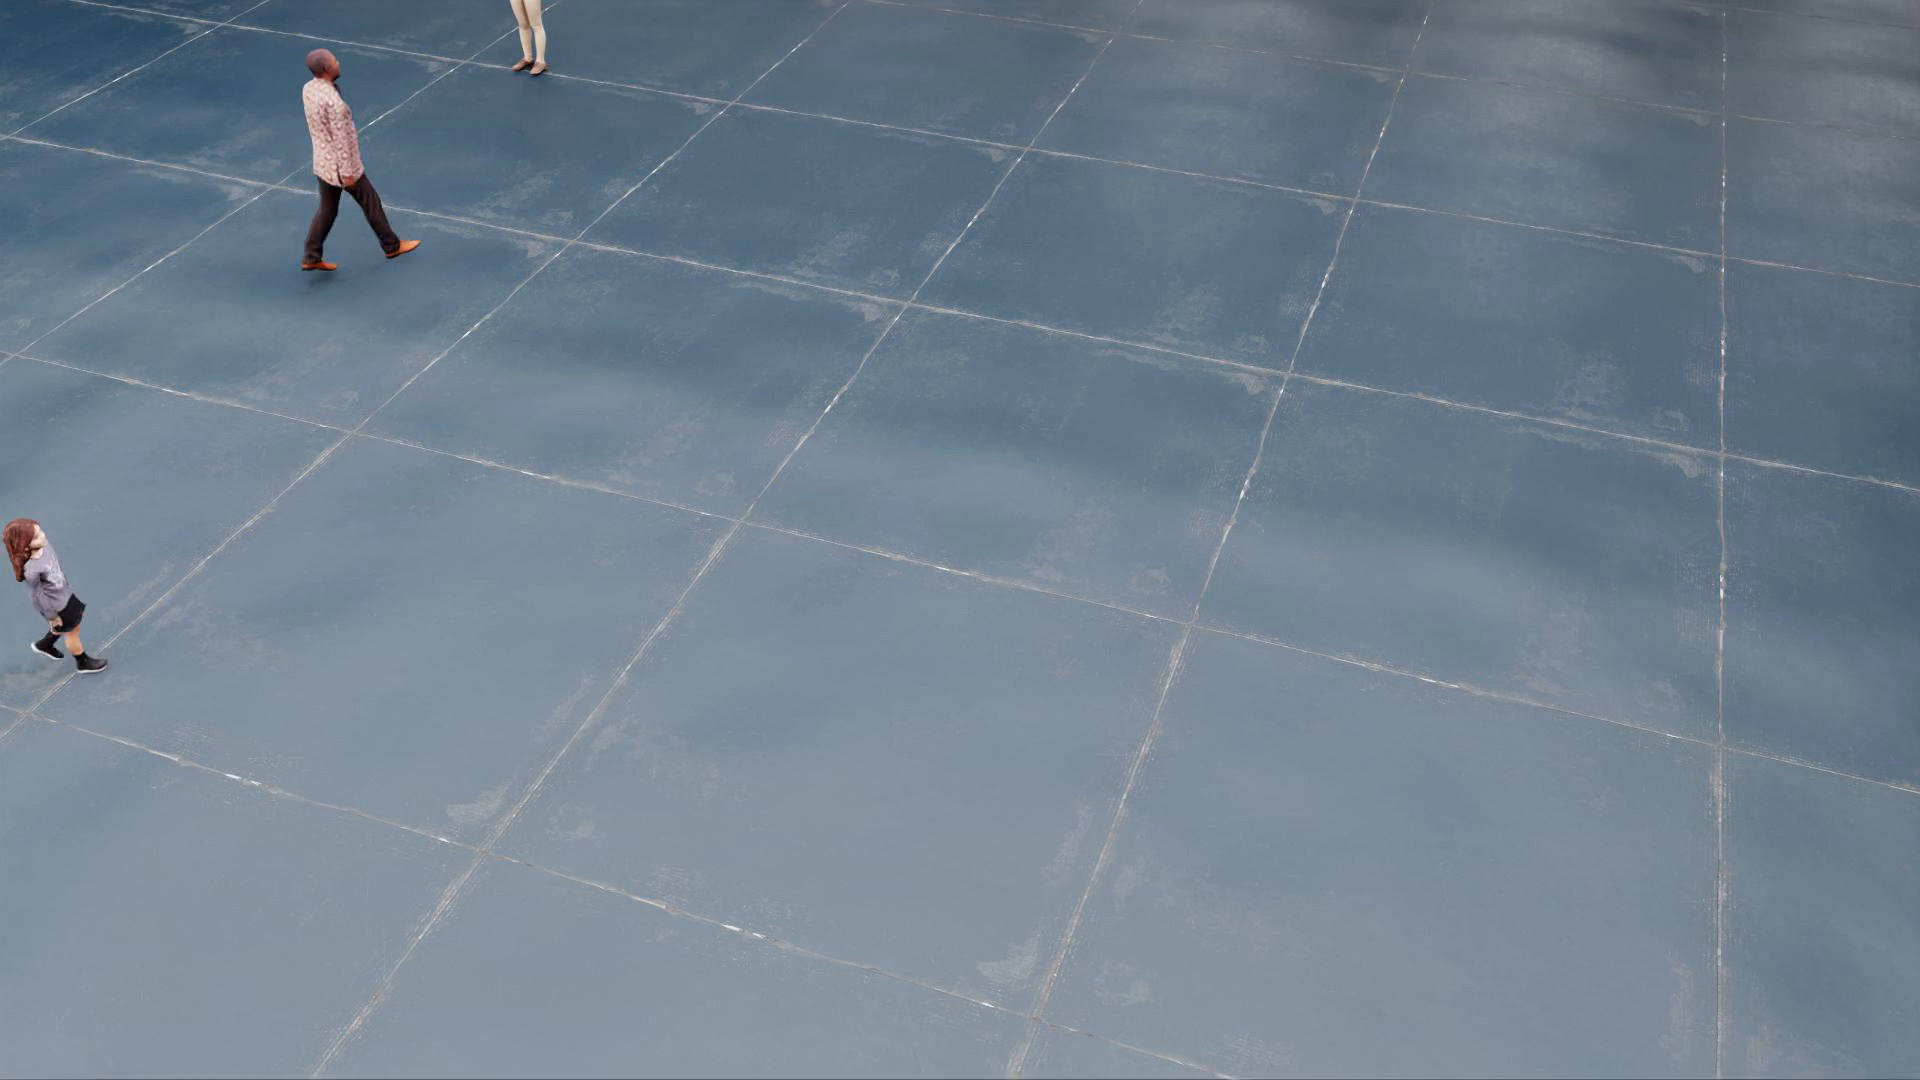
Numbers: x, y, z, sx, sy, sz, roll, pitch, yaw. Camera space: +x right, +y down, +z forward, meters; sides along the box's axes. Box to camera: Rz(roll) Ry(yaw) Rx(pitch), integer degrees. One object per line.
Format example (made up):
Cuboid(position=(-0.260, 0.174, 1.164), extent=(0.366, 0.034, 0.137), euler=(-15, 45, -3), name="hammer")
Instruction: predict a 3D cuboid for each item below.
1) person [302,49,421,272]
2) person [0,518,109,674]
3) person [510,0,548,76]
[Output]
Cuboid(position=(-4.905, -2.873, 12.894), extent=(1.036, 1.772, 1.301), euler=(30, 47, 32), name="person")
Cuboid(position=(-5.156, 0.317, 9.363), extent=(0.681, 1.098, 0.642), euler=(-7, 39, -9), name="person")
Cuboid(position=(-4.254, -5.415, 16.240), extent=(0.620, 1.653, 0.566), euler=(13, 40, 16), name="person")
